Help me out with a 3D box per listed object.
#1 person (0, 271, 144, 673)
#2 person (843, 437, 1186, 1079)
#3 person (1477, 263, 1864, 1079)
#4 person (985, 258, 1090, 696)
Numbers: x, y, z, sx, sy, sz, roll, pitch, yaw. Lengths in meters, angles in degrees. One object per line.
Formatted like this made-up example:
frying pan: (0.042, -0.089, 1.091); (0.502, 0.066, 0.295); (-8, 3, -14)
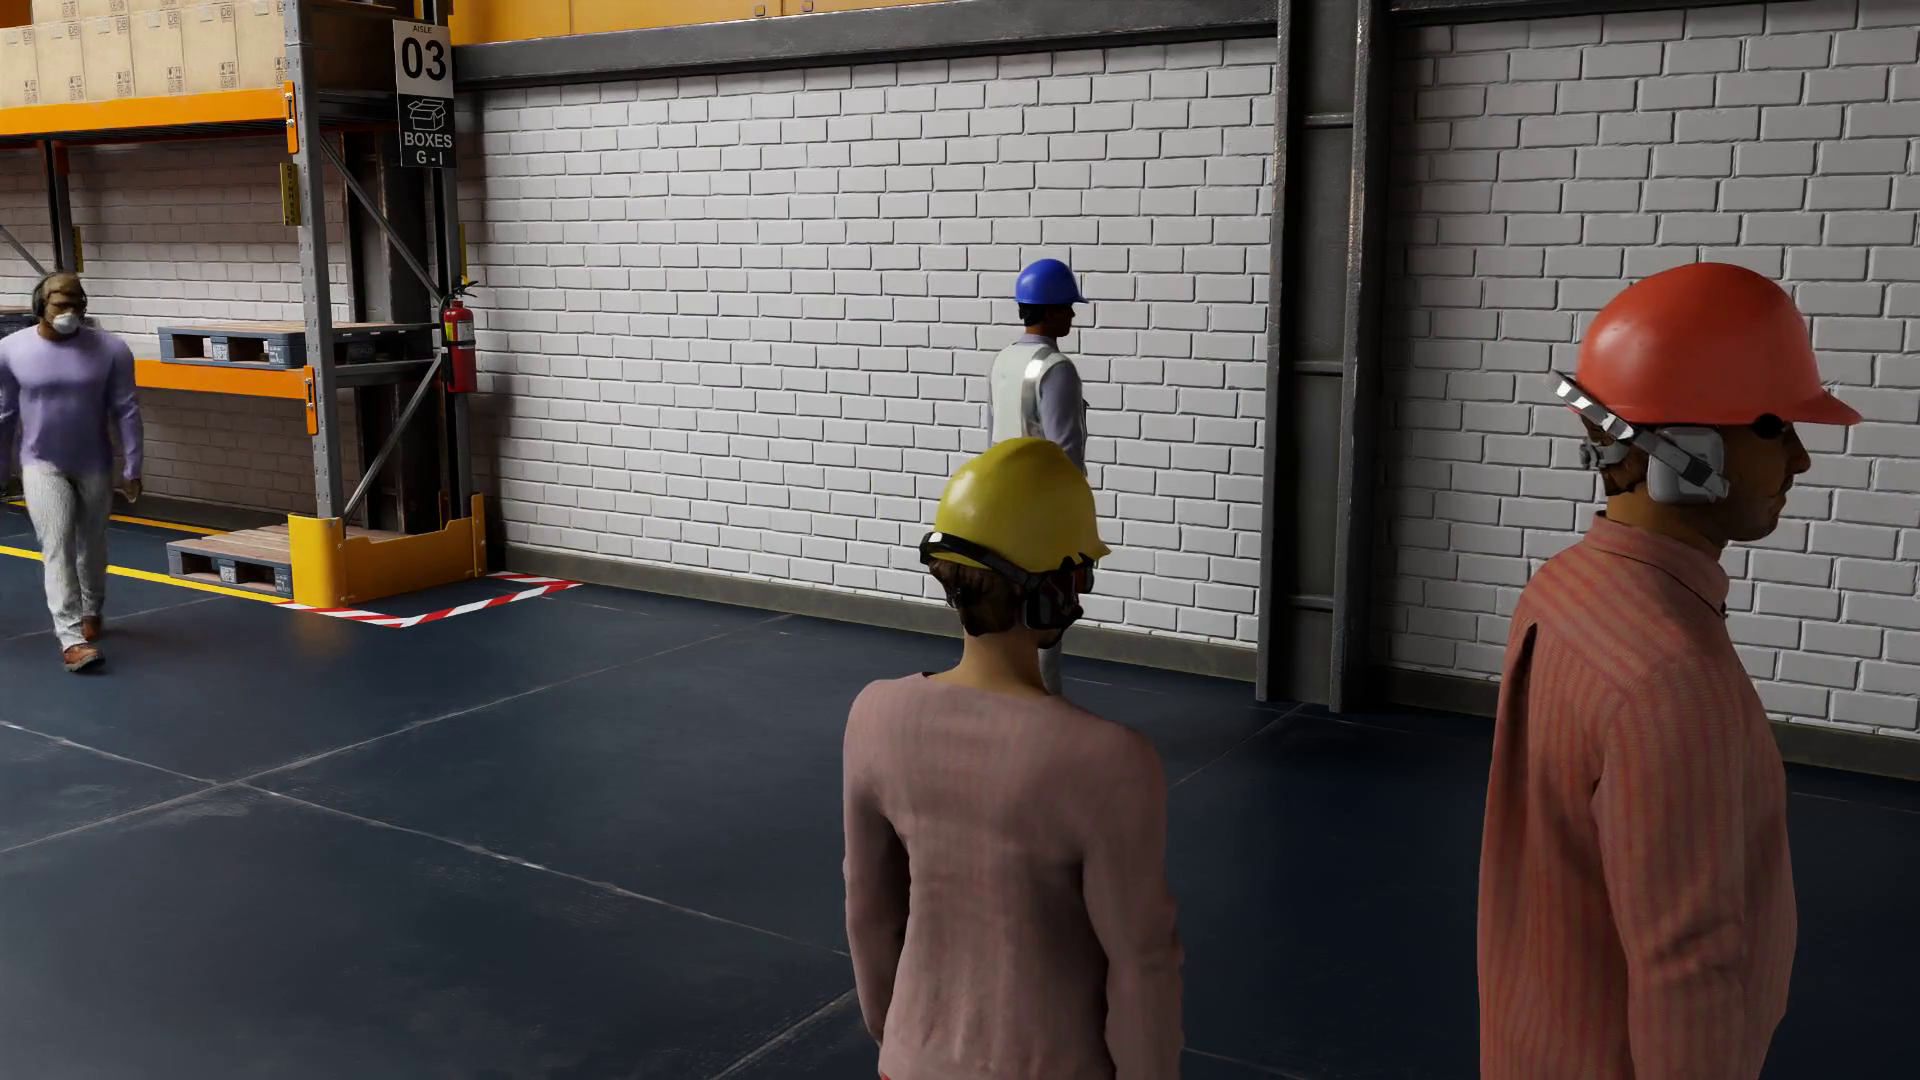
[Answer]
person: (-4.303, -0.345, 8.011); (0.671, 1.884, 1.043); (-7, 12, -34)
person: (0.072, 0.742, 2.284); (0.525, 1.769, 0.308); (7, 13, 35)
person: (0.827, 0.668, 2.057); (0.378, 1.995, 0.612); (1, 10, 6)
person: (0.318, -0.130, 6.606); (0.391, 1.949, 0.602); (-5, 11, -26)
